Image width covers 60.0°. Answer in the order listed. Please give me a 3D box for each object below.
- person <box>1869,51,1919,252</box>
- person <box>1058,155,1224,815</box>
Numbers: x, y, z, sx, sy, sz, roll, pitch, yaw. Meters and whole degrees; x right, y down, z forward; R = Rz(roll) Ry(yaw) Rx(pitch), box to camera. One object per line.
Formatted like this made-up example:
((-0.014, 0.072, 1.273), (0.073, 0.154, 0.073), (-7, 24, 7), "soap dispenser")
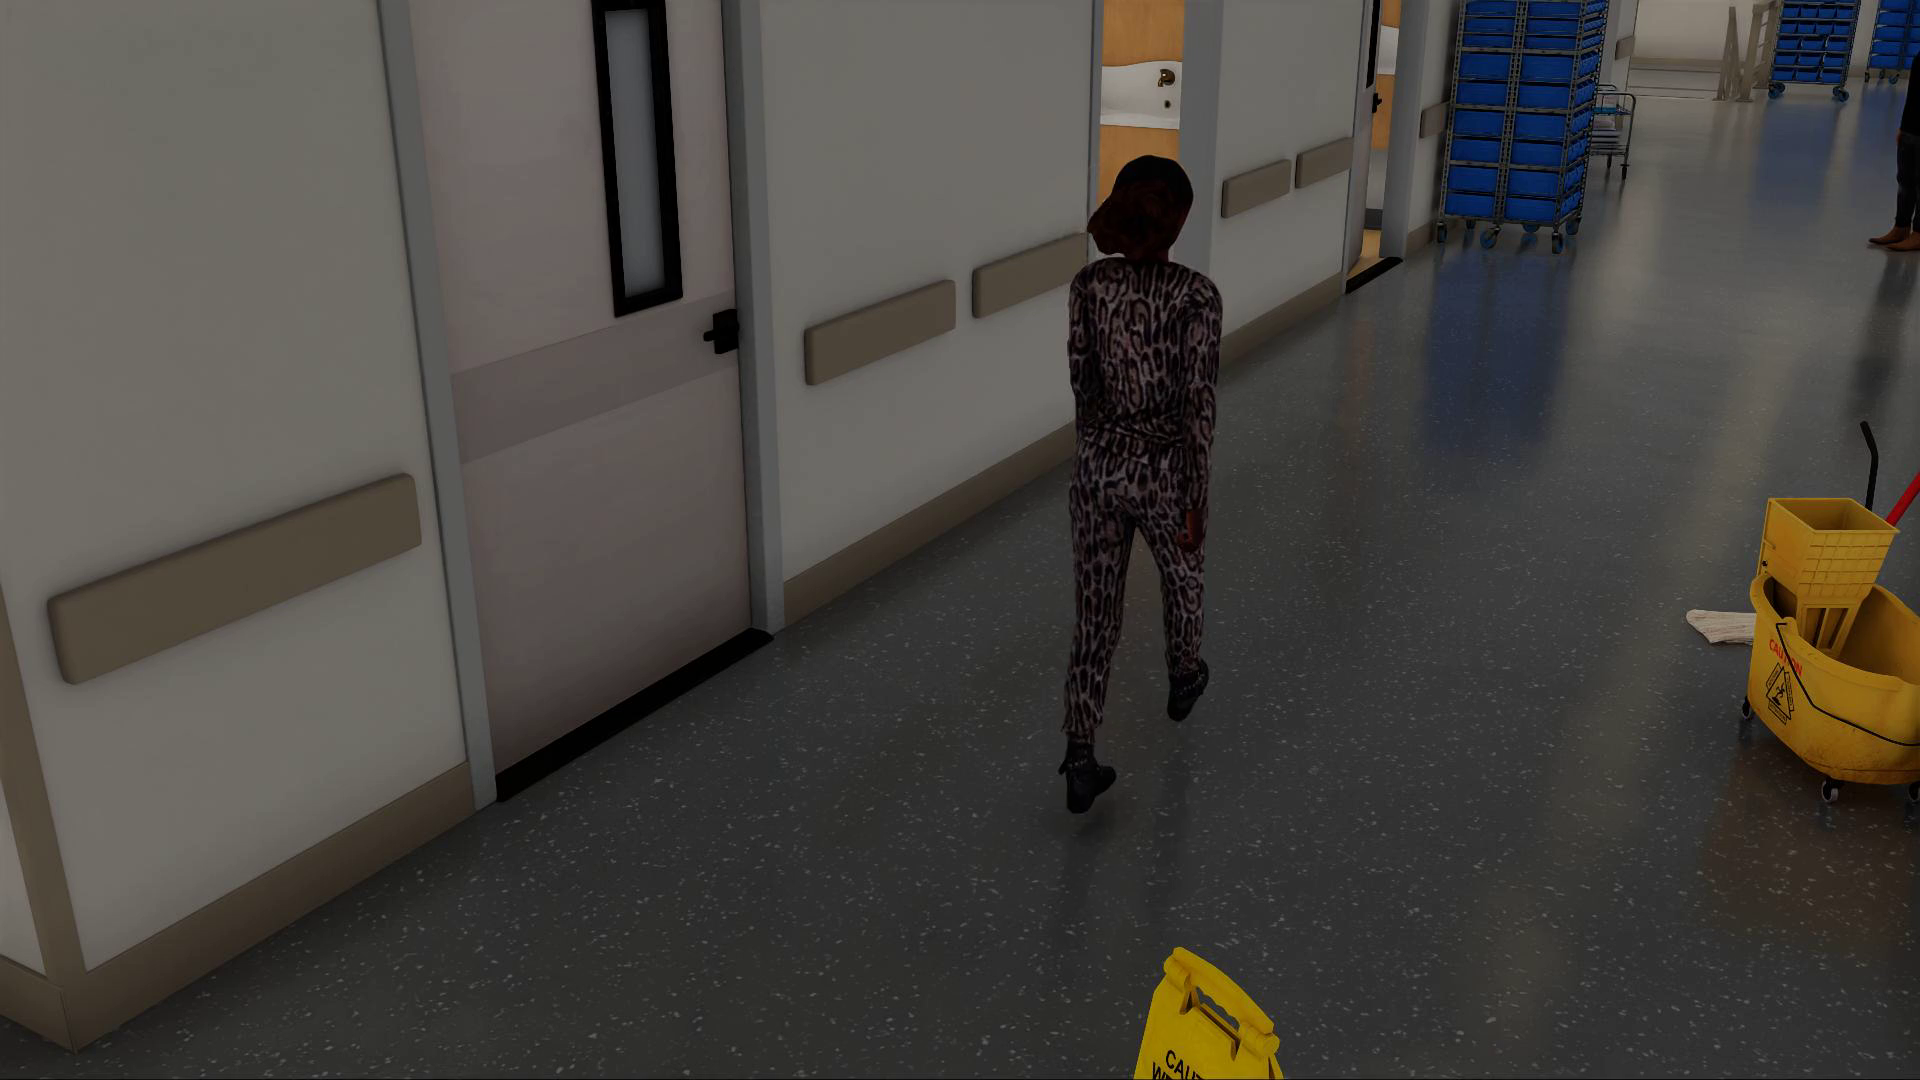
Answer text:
((6.783, -2.915, 11.672), (0.781, 1.722, 0.657), (0, 21, 0), "person")
((0.416, -0.095, 4.306), (0.608, 1.666, 1.114), (11, 23, 26), "person")
